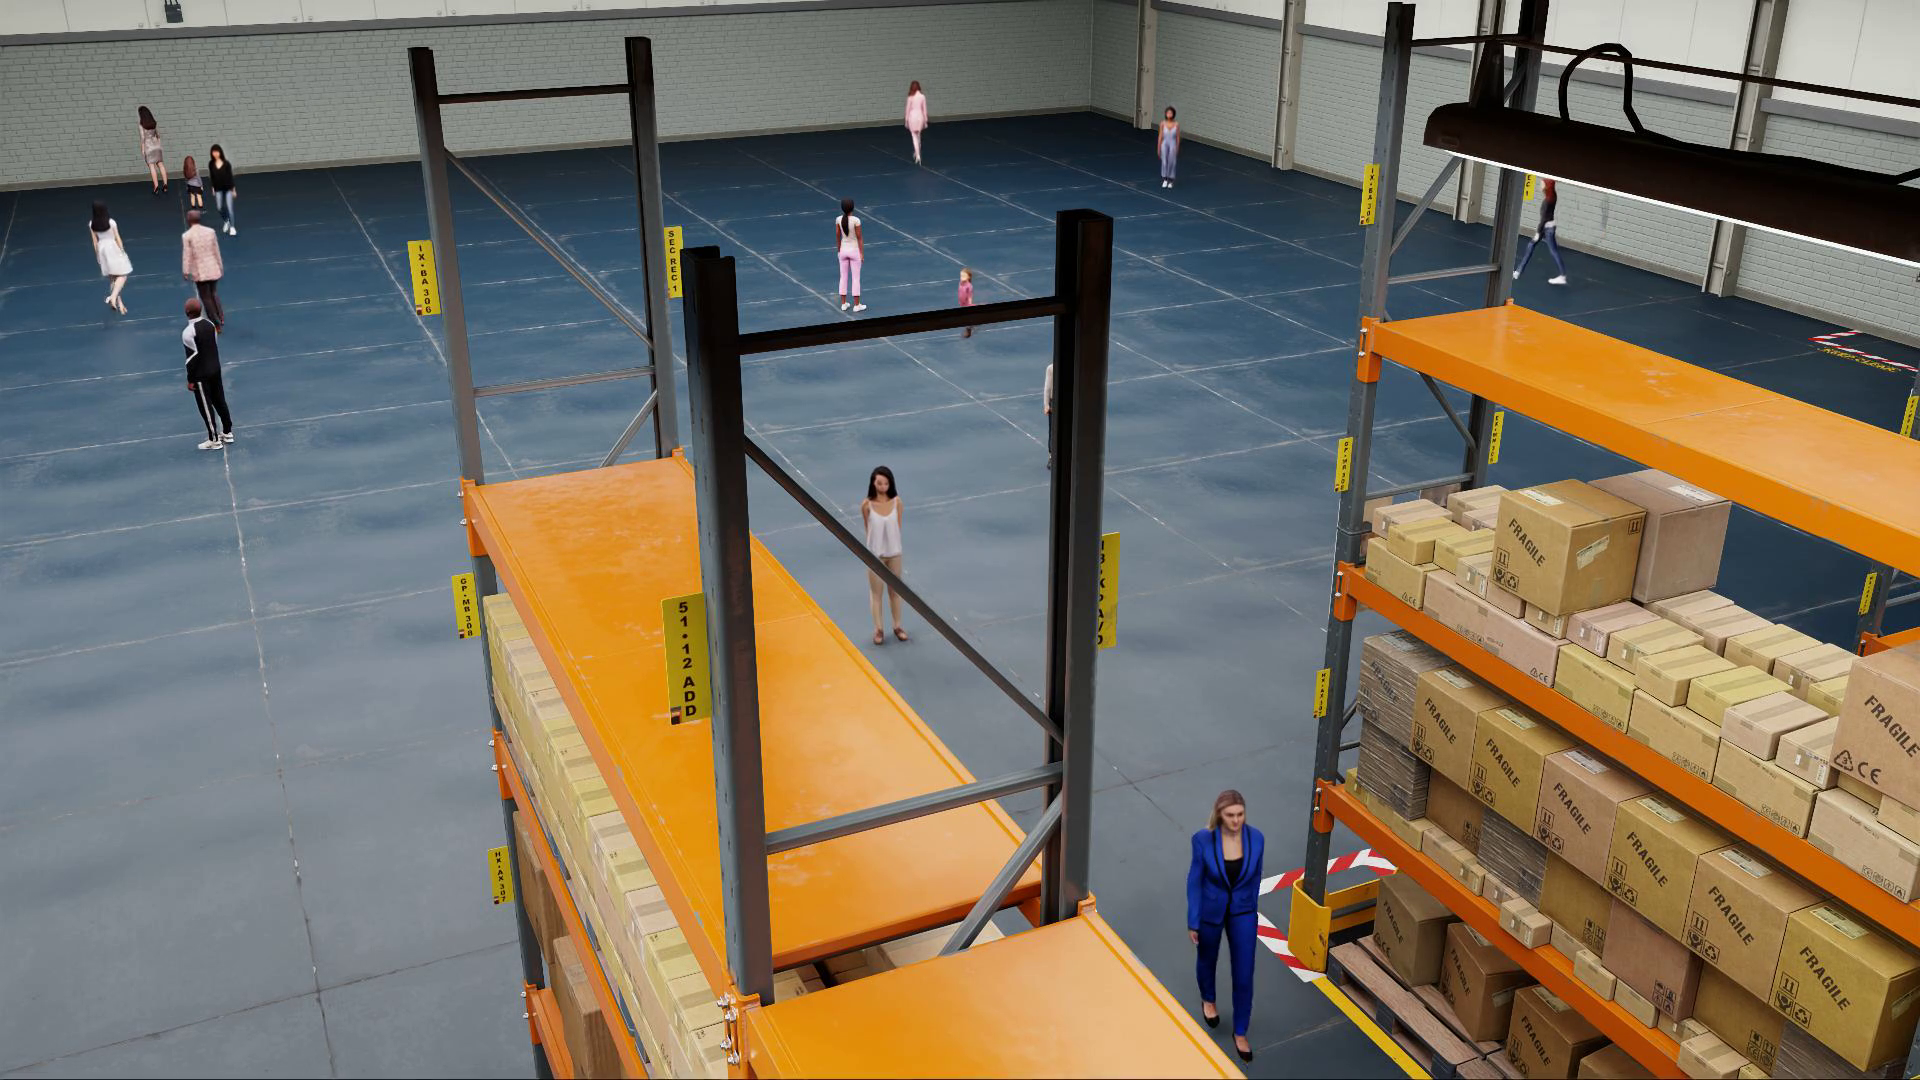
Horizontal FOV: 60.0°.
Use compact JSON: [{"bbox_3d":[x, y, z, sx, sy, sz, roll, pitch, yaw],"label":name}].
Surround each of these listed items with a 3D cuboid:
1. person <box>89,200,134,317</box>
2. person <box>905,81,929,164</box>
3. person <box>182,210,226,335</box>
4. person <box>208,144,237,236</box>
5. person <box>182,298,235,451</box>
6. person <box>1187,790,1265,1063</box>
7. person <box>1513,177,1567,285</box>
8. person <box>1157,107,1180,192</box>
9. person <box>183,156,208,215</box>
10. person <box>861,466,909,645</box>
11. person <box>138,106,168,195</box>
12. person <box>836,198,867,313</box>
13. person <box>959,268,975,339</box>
[{"bbox_3d":[-12.826,-4.214,25.072,0.834,1.757,0.966,0,23,-1],"label":"person"},{"bbox_3d":[-0.961,-9.218,36.835,0.678,1.760,1.034,-8,24,-19],"label":"person"},{"bbox_3d":[-10.979,-3.897,24.281,0.855,1.793,0.823,14,27,29],"label":"person"},{"bbox_3d":[-13.443,-6.418,30.407,0.632,1.636,0.701,-5,24,-12],"label":"person"},{"bbox_3d":[-8.958,-1.993,19.759,0.786,1.828,0.721,8,24,17],"label":"person"},{"bbox_3d":[1.560,2.215,10.053,0.813,1.679,0.957,0,23,-1],"label":"person"},{"bbox_3d":[9.543,-4.937,26.813,1.195,1.724,1.170,7,24,16],"label":"person"},{"bbox_3d":[4.294,-8.029,34.183,1.009,1.647,1.159,4,23,10],"label":"person"},{"bbox_3d":[-14.814,-6.869,32.146,0.543,1.107,0.576,2,23,4],"label":"person"},{"bbox_3d":[-0.695,0.109,15.037,0.557,1.654,0.630,-8,24,-19],"label":"person"},{"bbox_3d":[-16.444,-7.942,33.858,0.691,1.742,0.670,13,26,28],"label":"person"},{"bbox_3d":[-1.687,-4.381,25.484,0.645,1.742,0.714,9,25,21],"label":"person"},{"bbox_3d":[0.124,-3.466,24.257,0.504,1.017,0.569,17,29,35],"label":"person"}]
